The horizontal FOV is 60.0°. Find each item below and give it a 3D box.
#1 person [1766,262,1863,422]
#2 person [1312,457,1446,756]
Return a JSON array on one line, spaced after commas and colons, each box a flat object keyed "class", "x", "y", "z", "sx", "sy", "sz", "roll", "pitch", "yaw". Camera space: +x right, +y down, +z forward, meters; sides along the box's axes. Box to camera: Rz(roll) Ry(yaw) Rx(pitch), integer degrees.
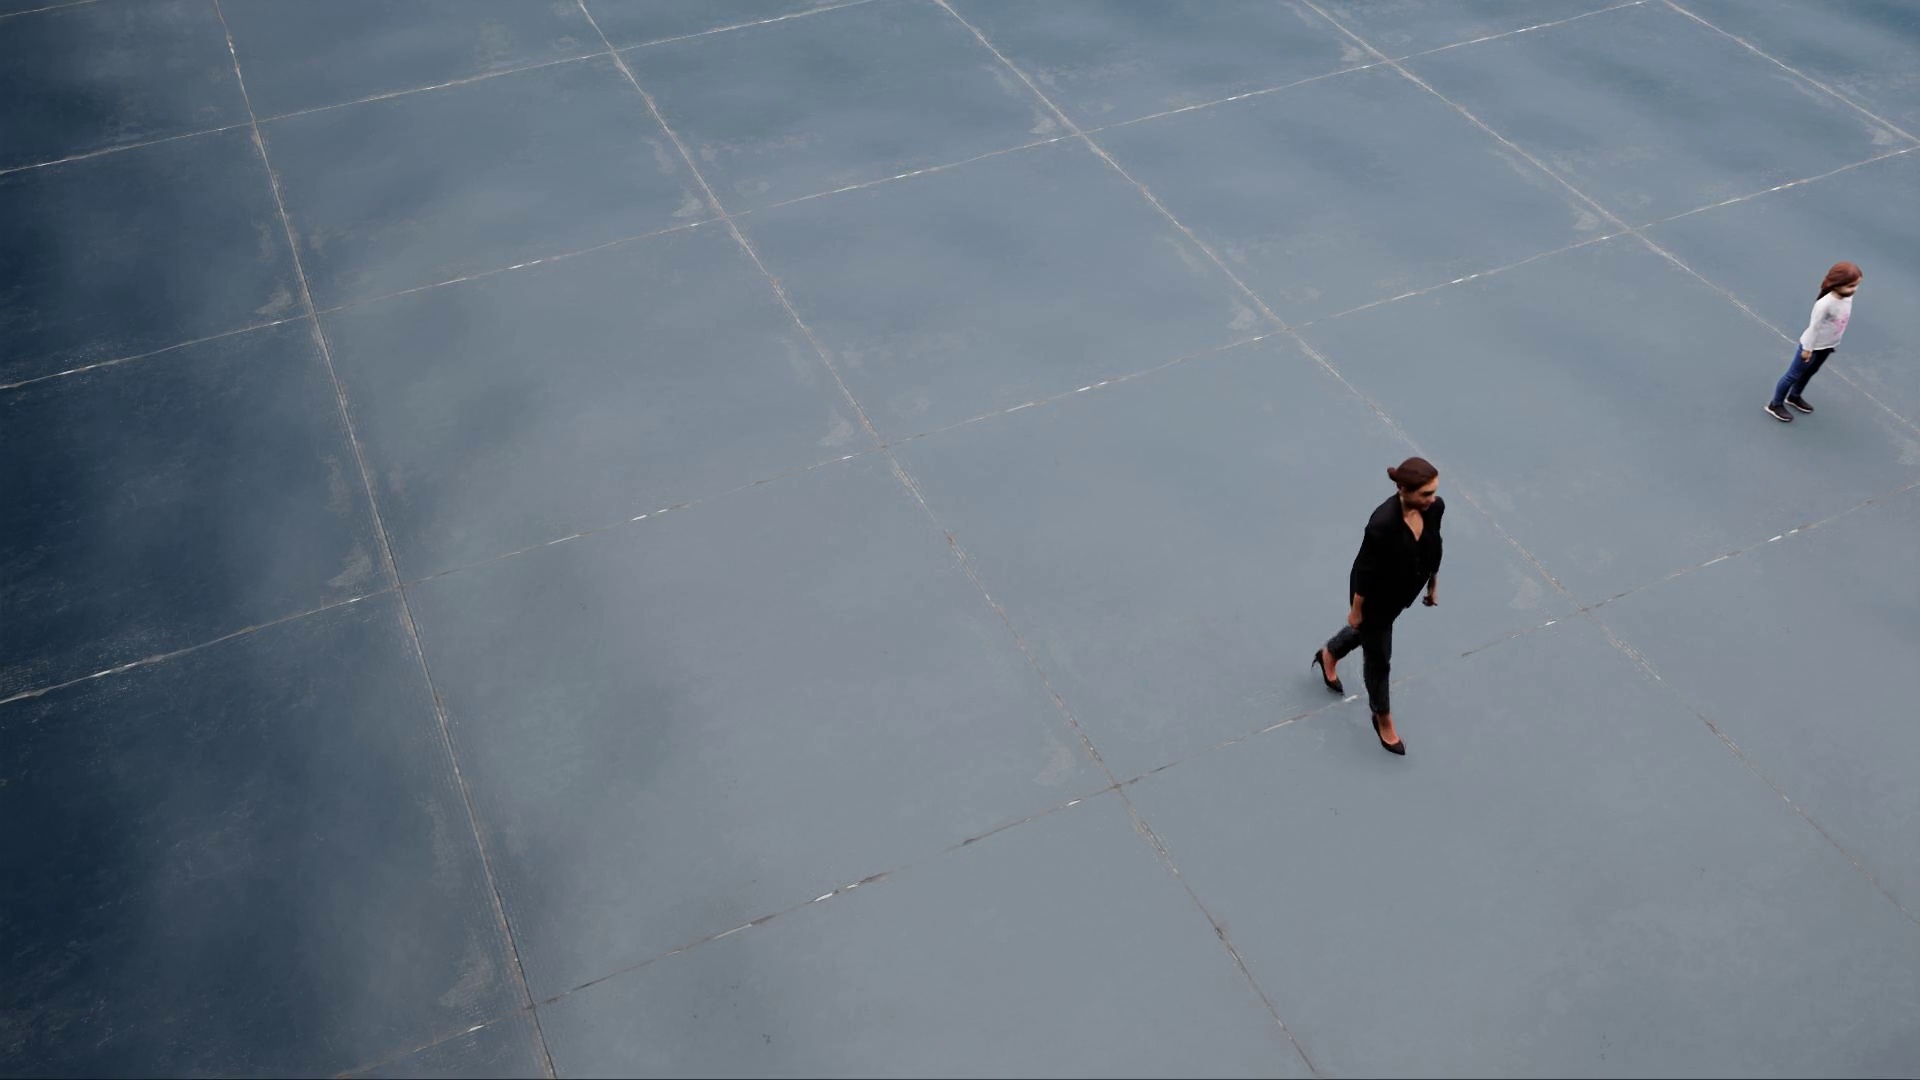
[{"class": "person", "x": 5.318, "y": -1.248, "z": 10.304, "sx": 0.449, "sy": 1.110, "sz": 0.476, "roll": -21, "pitch": 46, "yaw": -21}, {"class": "person", "x": 2.051, "y": 0.231, "z": 8.249, "sx": 0.773, "sy": 1.684, "sz": 1.003, "roll": -26, "pitch": 49, "yaw": -26}]
